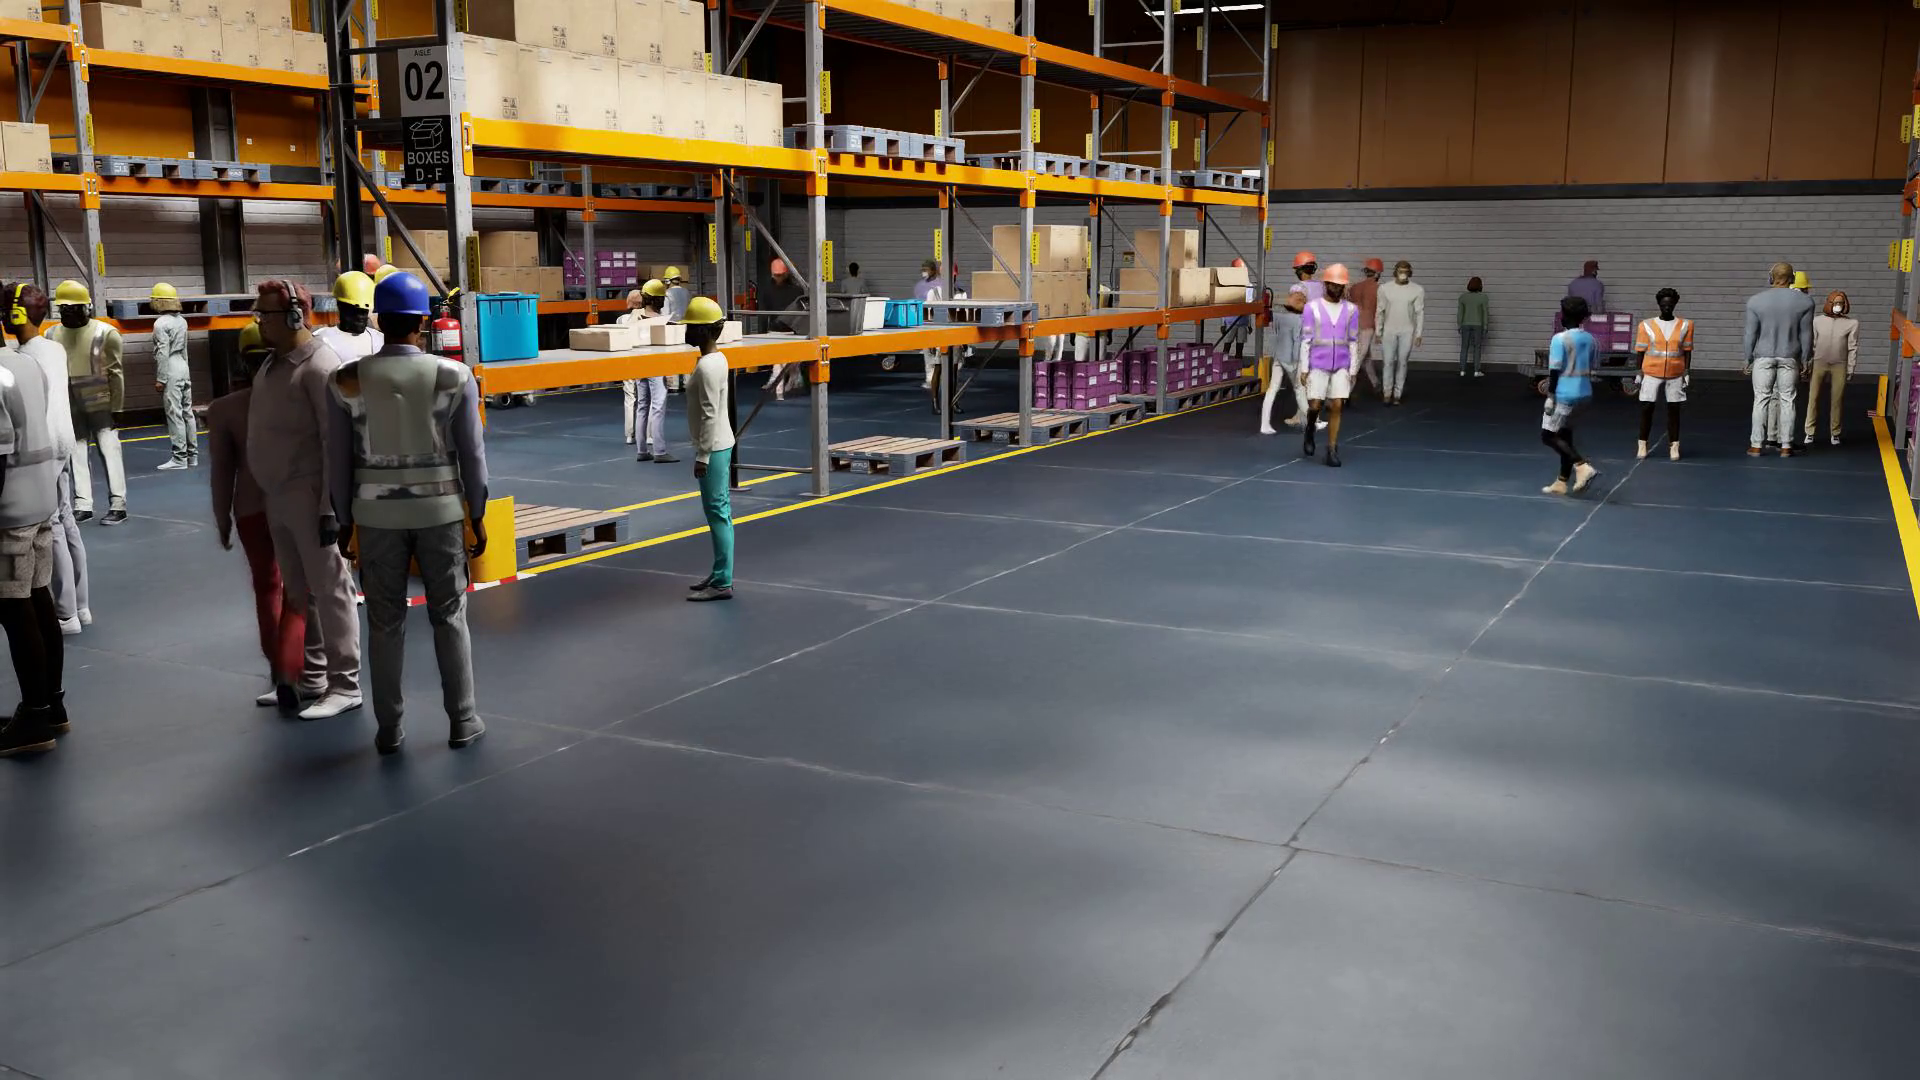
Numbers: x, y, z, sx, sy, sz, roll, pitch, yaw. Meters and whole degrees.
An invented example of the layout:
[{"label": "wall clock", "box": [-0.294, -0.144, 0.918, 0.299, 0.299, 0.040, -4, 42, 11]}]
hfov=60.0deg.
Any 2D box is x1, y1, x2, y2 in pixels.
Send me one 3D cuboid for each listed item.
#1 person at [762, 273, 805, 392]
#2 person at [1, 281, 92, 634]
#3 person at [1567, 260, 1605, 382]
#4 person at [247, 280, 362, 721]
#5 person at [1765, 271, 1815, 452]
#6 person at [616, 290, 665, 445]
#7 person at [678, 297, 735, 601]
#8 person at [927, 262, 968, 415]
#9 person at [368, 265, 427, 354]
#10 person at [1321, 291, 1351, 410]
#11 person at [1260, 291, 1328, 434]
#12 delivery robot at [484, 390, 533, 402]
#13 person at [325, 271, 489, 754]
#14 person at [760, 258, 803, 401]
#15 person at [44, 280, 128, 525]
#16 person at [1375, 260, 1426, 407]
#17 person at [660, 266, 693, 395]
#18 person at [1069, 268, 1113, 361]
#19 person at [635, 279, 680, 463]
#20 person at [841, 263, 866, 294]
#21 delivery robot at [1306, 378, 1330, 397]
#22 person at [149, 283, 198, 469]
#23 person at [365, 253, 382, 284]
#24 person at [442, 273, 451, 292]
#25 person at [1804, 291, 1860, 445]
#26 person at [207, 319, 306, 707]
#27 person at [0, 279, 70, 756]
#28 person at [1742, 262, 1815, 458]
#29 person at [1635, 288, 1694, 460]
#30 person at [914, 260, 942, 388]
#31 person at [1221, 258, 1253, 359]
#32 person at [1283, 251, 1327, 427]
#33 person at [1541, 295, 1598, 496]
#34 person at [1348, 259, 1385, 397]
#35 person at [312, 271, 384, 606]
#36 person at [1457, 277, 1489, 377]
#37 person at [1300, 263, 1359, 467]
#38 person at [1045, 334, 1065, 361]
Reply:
[{"label": "person", "box": [-2.581, -3.054, 24.351, 0.638, 1.779, 1.002, 8, 13, 39]}, {"label": "person", "box": [-4.869, -0.422, 8.808, 0.329, 1.874, 0.518, -2, 10, -9]}, {"label": "person", "box": [9.866, -3.438, 26.171, 0.403, 1.905, 0.652, -6, 12, -32]}, {"label": "person", "box": [-2.886, -0.172, 7.260, 0.643, 1.908, 0.399, 9, 14, 43]}, {"label": "person", "box": [8.493, -1.820, 17.004, 0.404, 1.837, 0.590, 1, 10, 6]}, {"label": "person", "box": [-3.372, -1.812, 17.528, 0.513, 1.639, 0.307, 3, 10, 18]}, {"label": "person", "box": [-1.474, -0.527, 9.722, 0.308, 1.769, 0.525, -1, 10, -4]}, {"label": "person", "box": [-0.141, -2.531, 20.828, 0.550, 1.935, 0.375, -5, 11, -28]}, {"label": "person", "box": [-4.622, -1.273, 13.581, 0.594, 1.923, 0.371, -7, 12, -36]}, {"label": "person", "box": [4.834, -2.463, 21.315, 0.525, 1.624, 0.419, -2, 10, -14]}, {"label": "person", "box": [3.723, -1.978, 18.599, 0.851, 1.579, 0.526, -4, 11, -23]}, {"label": "delivery robot", "box": [-5.926, -2.042, 21.720, 0.477, 0.478, 0.707, 7, 12, 36]}, {"label": "person", "box": [-2.228, -0.106, 6.755, 0.615, 1.945, 0.404, -2, 10, -13]}, {"label": "person", "box": [-2.427, -2.912, 22.984, 0.641, 1.958, 0.788, 0, 10, 1]}, {"label": "person", "box": [-6.500, -1.007, 12.353, 0.586, 1.824, 0.405, 0, 10, 0]}, {"label": "person", "box": [5.758, -2.693, 21.818, 0.642, 1.908, 0.912, 3, 10, 15]}, {"label": "person", "box": [-4.063, -2.976, 23.699, 0.404, 1.835, 0.589, 7, 12, 36]}, {"label": "person", "box": [1.800, -2.837, 22.901, 0.620, 1.836, 0.429, -1, 10, -3]}, {"label": "person", "box": [-2.953, -1.626, 16.080, 0.529, 1.767, 0.329, 8, 13, 40]}, {"label": "person", "box": [-2.106, -4.513, 32.686, 0.572, 1.819, 0.790, -1, 10, -5]}, {"label": "delivery robot", "box": [4.691, -2.024, 21.616, 0.477, 0.478, 0.707, 3, 10, 19]}, {"label": "person", "box": [-7.419, -1.536, 15.631, 0.295, 1.743, 0.492, 0, 10, 0]}, {"label": "person", "box": [-5.307, -1.516, 14.723, 0.734, 2.022, 0.611, -4, 11, -23]}, {"label": "person", "box": [-5.182, -1.866, 17.303, 0.632, 1.830, 0.608, 3, 10, 18]}, {"label": "person", "box": [9.205, -1.817, 17.598, 0.496, 1.629, 0.277, 4, 11, 22]}, {"label": "person", "box": [-3.106, -0.132, 7.537, 0.522, 1.731, 0.846, -2, 10, -10]}, {"label": "person", "box": [-3.875, -0.110, 6.744, 0.369, 1.960, 0.604, -2, 10, -13]}, {"label": "person", "box": [8.097, -1.780, 16.496, 0.627, 1.934, 0.371, 4, 11, 22]}, {"label": "person", "box": [6.879, -1.619, 16.277, 0.533, 1.687, 0.320, 3, 10, 15]}, {"label": "person", "box": [-0.443, -3.222, 24.871, 0.648, 1.919, 0.440, 7, 12, 35]}, {"label": "person", "box": [4.272, -3.366, 25.658, 0.547, 1.939, 0.376, -3, 10, -16]}, {"label": "person", "box": [4.017, -2.348, 19.469, 0.615, 2.039, 0.386, -8, 13, -40]}, {"label": "person", "box": [5.052, -1.172, 13.699, 0.544, 1.676, 0.468, -7, 12, -36]}, {"label": "person", "box": [5.774, -2.986, 23.476, 1.070, 1.925, 0.637, -7, 12, -34]}, {"label": "person", "box": [-3.489, -0.589, 9.638, 0.375, 1.919, 0.584, 6, 11, 30]}, {"label": "person", "box": [8.418, -3.499, 27.308, 0.507, 1.632, 0.267, 7, 12, 33]}, {"label": "person", "box": [3.511, -1.669, 15.859, 0.569, 1.923, 0.603, -1, 10, -4]}, {"label": "person", "box": [1.606, -3.663, 27.570, 0.617, 1.868, 0.410, -4, 10, -21]}]
